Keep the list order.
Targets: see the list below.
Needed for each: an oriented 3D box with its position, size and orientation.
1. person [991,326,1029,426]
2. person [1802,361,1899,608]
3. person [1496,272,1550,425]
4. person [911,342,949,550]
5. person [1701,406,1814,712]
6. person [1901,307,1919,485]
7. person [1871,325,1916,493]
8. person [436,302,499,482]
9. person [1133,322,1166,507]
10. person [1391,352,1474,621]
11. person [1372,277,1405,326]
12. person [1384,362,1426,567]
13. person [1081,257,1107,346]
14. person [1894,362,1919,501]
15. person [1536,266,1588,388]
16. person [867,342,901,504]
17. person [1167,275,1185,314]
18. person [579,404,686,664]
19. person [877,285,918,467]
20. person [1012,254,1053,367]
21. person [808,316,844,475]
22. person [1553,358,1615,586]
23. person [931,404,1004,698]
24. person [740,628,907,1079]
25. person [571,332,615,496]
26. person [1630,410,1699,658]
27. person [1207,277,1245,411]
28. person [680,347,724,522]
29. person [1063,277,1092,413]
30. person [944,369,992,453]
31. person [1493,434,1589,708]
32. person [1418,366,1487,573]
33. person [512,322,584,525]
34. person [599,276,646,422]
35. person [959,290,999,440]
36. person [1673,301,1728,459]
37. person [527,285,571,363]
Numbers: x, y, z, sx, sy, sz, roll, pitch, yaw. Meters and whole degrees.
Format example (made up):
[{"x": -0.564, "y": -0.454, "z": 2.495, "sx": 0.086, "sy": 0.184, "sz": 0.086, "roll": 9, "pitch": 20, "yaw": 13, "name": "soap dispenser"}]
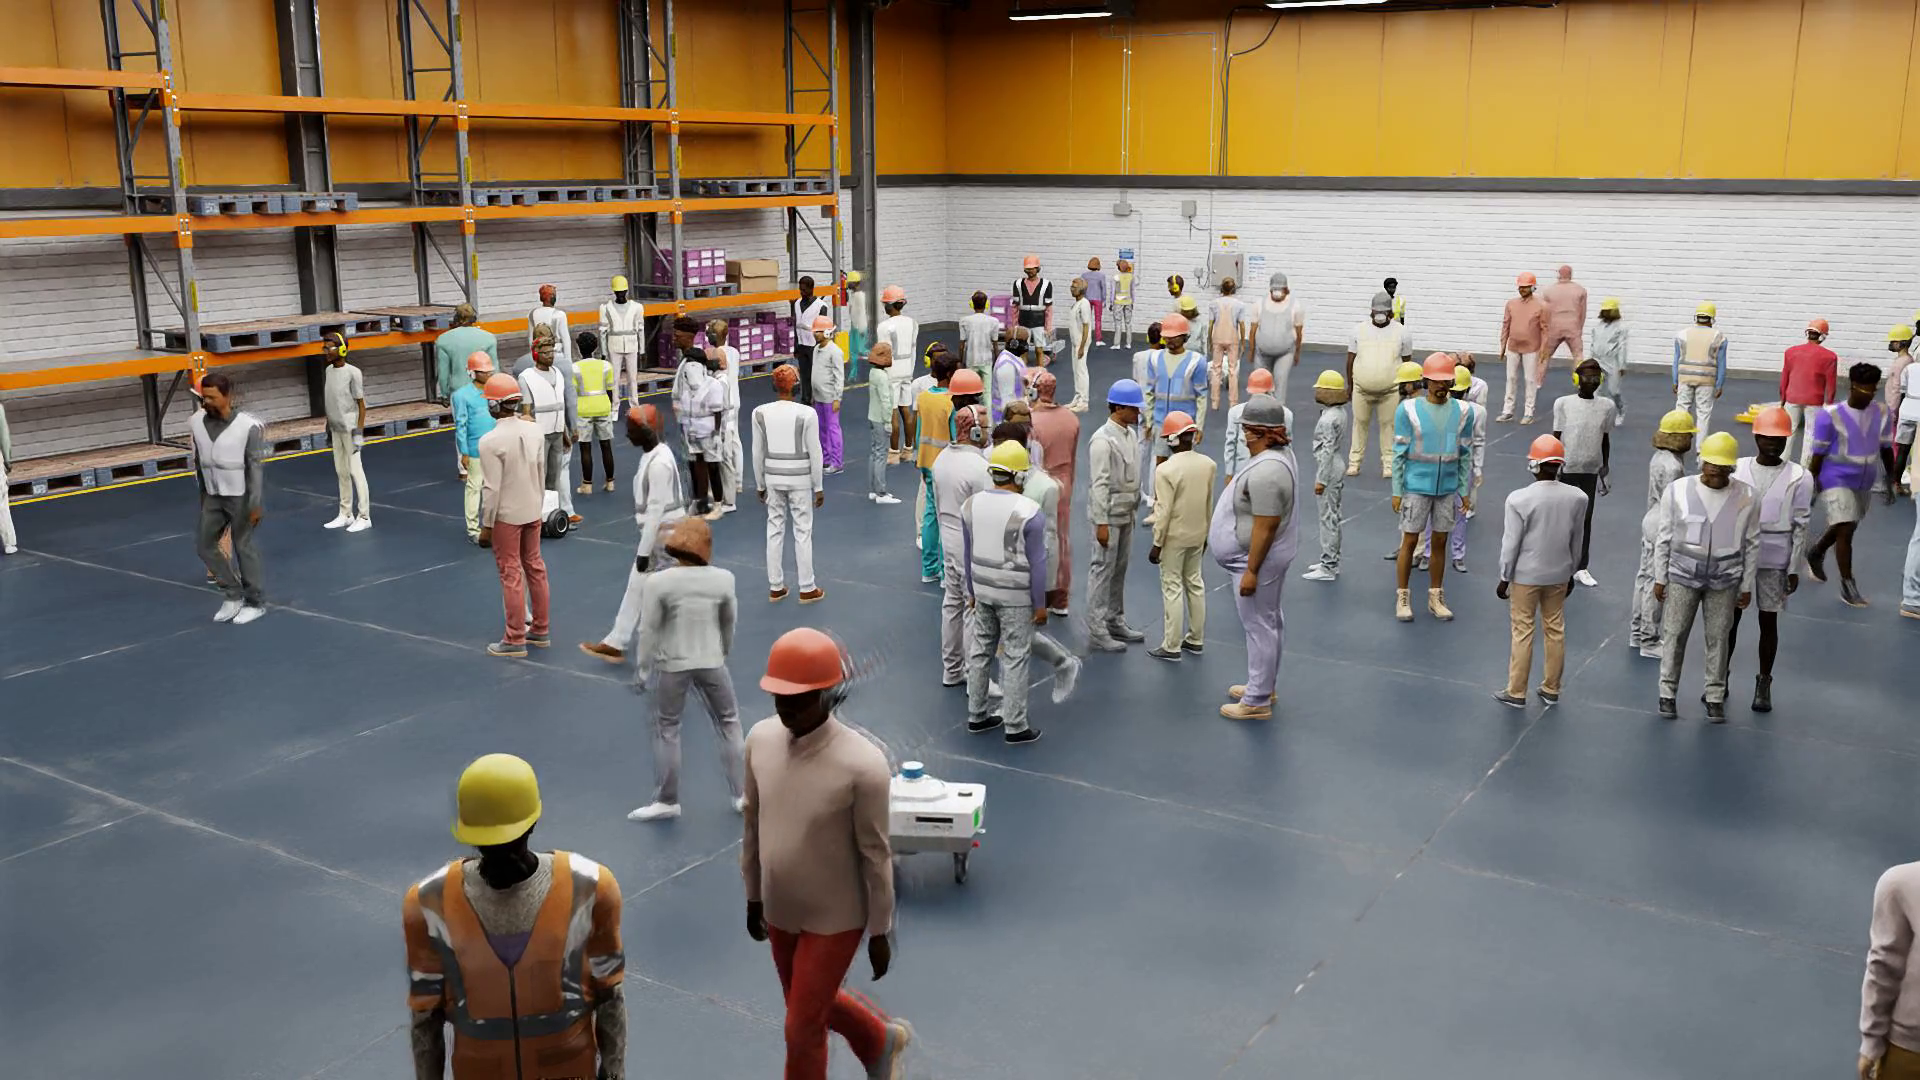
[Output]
[{"x": 0.528, "y": -1.198, "z": 16.461, "sx": 0.429, "sy": 1.835, "sz": 0.626, "roll": 2, "pitch": 13, "yaw": 8, "name": "person"}, {"x": 7.030, "y": -0.494, "z": 13.231, "sx": 0.692, "sy": 1.927, "sz": 0.920, "roll": -2, "pitch": 13, "yaw": -7, "name": "person"}, {"x": 7.380, "y": -2.515, "z": 21.813, "sx": 0.625, "sy": 1.992, "sz": 0.388, "roll": 11, "pitch": 17, "yaw": 40, "name": "person"}, {"x": -0.197, "y": -0.837, "z": 14.812, "sx": 0.535, "sy": 1.869, "sz": 0.312, "roll": -10, "pitch": 16, "yaw": -36, "name": "person"}, {"x": 5.038, "y": 0.117, "z": 10.516, "sx": 0.545, "sy": 1.942, "sz": 0.347, "roll": 9, "pitch": 16, "yaw": 33, "name": "person"}, {"x": 10.266, "y": -1.552, "z": 17.785, "sx": 0.366, "sy": 1.926, "sz": 0.594, "roll": 6, "pitch": 14, "yaw": 23, "name": "person"}, {"x": 9.736, "y": -1.361, "z": 17.332, "sx": 0.341, "sy": 1.761, "sz": 0.525, "roll": 9, "pitch": 16, "yaw": 33, "name": "person"}, {"x": -5.281, "y": -1.589, "z": 17.924, "sx": 0.635, "sy": 1.937, "sz": 0.355, "roll": -4, "pitch": 14, "yaw": -17, "name": "person"}, {"x": 1.939, "y": -1.255, "z": 16.665, "sx": 0.346, "sy": 1.857, "sz": 0.523, "roll": -13, "pitch": 18, "yaw": -44, "name": "person"}, {"x": 3.549, "y": -0.394, "z": 12.511, "sx": 0.612, "sy": 2.043, "sz": 0.374, "roll": -1, "pitch": 13, "yaw": -5, "name": "person"}, {"x": 6.455, "y": -3.112, "z": 25.081, "sx": 0.529, "sy": 1.690, "sz": 0.319, "roll": -3, "pitch": 13, "yaw": -11, "name": "person"}, {"x": 3.851, "y": -0.649, "z": 14.262, "sx": 0.342, "sy": 1.754, "sz": 0.531, "roll": -2, "pitch": 13, "yaw": -10, "name": "person"}, {"x": 2.488, "y": -4.430, "z": 30.914, "sx": 0.497, "sy": 1.633, "sz": 0.283, "roll": 6, "pitch": 14, "yaw": 24, "name": "person"}, {"x": 9.799, "y": -1.238, "z": 16.953, "sx": 0.320, "sy": 1.686, "sz": 0.539, "roll": -6, "pitch": 14, "yaw": -25, "name": "person"}, {"x": 9.054, "y": -3.170, "z": 24.992, "sx": 0.818, "sy": 1.856, "sz": 0.546, "roll": 5, "pitch": 14, "yaw": 19, "name": "person"}, {"x": -0.787, "y": -1.188, "z": 16.850, "sx": 0.285, "sy": 1.633, "sz": 0.497, "roll": -4, "pitch": 14, "yaw": -17, "name": "person"}, {"x": 3.002, "y": -2.735, "z": 23.060, "sx": 0.326, "sy": 1.865, "sz": 0.518, "roll": 3, "pitch": 13, "yaw": 13, "name": "person"}, {"x": -2.146, "y": -0.006, "z": 11.259, "sx": 0.960, "sy": 1.840, "sz": 0.594, "roll": -4, "pitch": 14, "yaw": -16, "name": "person"}, {"x": -0.742, "y": -1.853, "z": 18.839, "sx": 0.371, "sy": 2.044, "sz": 0.608, "roll": 10, "pitch": 16, "yaw": 36, "name": "person"}, {"x": 1.065, "y": -3.223, "z": 24.778, "sx": 0.615, "sy": 2.042, "sz": 0.372, "roll": 3, "pitch": 13, "yaw": 11, "name": "person"}, {"x": -1.499, "y": -1.604, "z": 18.392, "sx": 0.340, "sy": 1.749, "sz": 0.572, "roll": -8, "pitch": 15, "yaw": -32, "name": "person"}, {"x": 5.053, "y": -0.549, "z": 13.554, "sx": 0.513, "sy": 1.876, "sz": 0.328, "roll": 0, "pitch": 13, "yaw": -1, "name": "person"}, {"x": 0.086, "y": 0.070, "z": 10.795, "sx": 0.410, "sy": 1.909, "sz": 0.643, "roll": -8, "pitch": 15, "yaw": -30, "name": "person"}, {"x": -0.465, "y": 1.220, "z": 5.695, "sx": 0.622, "sy": 1.967, "sz": 0.925, "roll": 10, "pitch": 16, "yaw": 37, "name": "person"}, {"x": -3.817, "y": -1.303, "z": 17.209, "sx": 0.532, "sy": 1.697, "sz": 0.322, "roll": -9, "pitch": 16, "yaw": -34, "name": "person"}, {"x": 4.945, "y": -0.048, "z": 11.661, "sx": 0.299, "sy": 1.746, "sz": 0.483, "roll": 2, "pitch": 13, "yaw": 10, "name": "person"}, {"x": 3.665, "y": -2.691, "z": 22.907, "sx": 0.518, "sy": 1.844, "sz": 0.329, "roll": 4, "pitch": 13, "yaw": 15, "name": "person"}, {"x": -2.501, "y": -1.022, "z": 16.019, "sx": 0.546, "sy": 1.688, "sz": 0.333, "roll": 7, "pitch": 15, "yaw": 28, "name": "person"}, {"x": 1.623, "y": -2.673, "z": 22.826, "sx": 0.335, "sy": 1.846, "sz": 0.513, "roll": -2, "pitch": 13, "yaw": -9, "name": "person"}, {"x": 0.061, "y": -0.305, "z": 12.356, "sx": 0.355, "sy": 1.934, "sz": 0.553, "roll": -1, "pitch": 13, "yaw": -5, "name": "person"}, {"x": 3.673, "y": 0.198, "z": 10.576, "sx": 0.563, "sy": 1.751, "sz": 0.330, "roll": -3, "pitch": 13, "yaw": -13, "name": "person"}, {"x": 4.141, "y": -0.594, "z": 14.006, "sx": 0.523, "sy": 1.760, "sz": 0.327, "roll": 2, "pitch": 13, "yaw": 11, "name": "person"}, {"x": -3.889, "y": -1.083, "z": 15.728, "sx": 0.627, "sy": 1.941, "sz": 0.370, "roll": 4, "pitch": 14, "yaw": 16, "name": "person"}, {"x": -4.457, "y": -2.526, "z": 22.011, "sx": 0.593, "sy": 1.924, "sz": 0.381, "roll": -4, "pitch": 14, "yaw": -17, "name": "person"}, {"x": 0.231, "y": -2.128, "z": 20.438, "sx": 0.511, "sy": 1.863, "sz": 0.327, "roll": 0, "pitch": 13, "yaw": 0, "name": "person"}, {"x": 8.591, "y": -1.856, "z": 19.348, "sx": 0.585, "sy": 1.824, "sz": 0.405, "roll": 9, "pitch": 16, "yaw": 35, "name": "person"}, {"x": -5.166, "y": -2.281, "z": 21.047, "sx": 0.575, "sy": 1.883, "sz": 0.355, "roll": 4, "pitch": 14, "yaw": 18, "name": "person"}]
